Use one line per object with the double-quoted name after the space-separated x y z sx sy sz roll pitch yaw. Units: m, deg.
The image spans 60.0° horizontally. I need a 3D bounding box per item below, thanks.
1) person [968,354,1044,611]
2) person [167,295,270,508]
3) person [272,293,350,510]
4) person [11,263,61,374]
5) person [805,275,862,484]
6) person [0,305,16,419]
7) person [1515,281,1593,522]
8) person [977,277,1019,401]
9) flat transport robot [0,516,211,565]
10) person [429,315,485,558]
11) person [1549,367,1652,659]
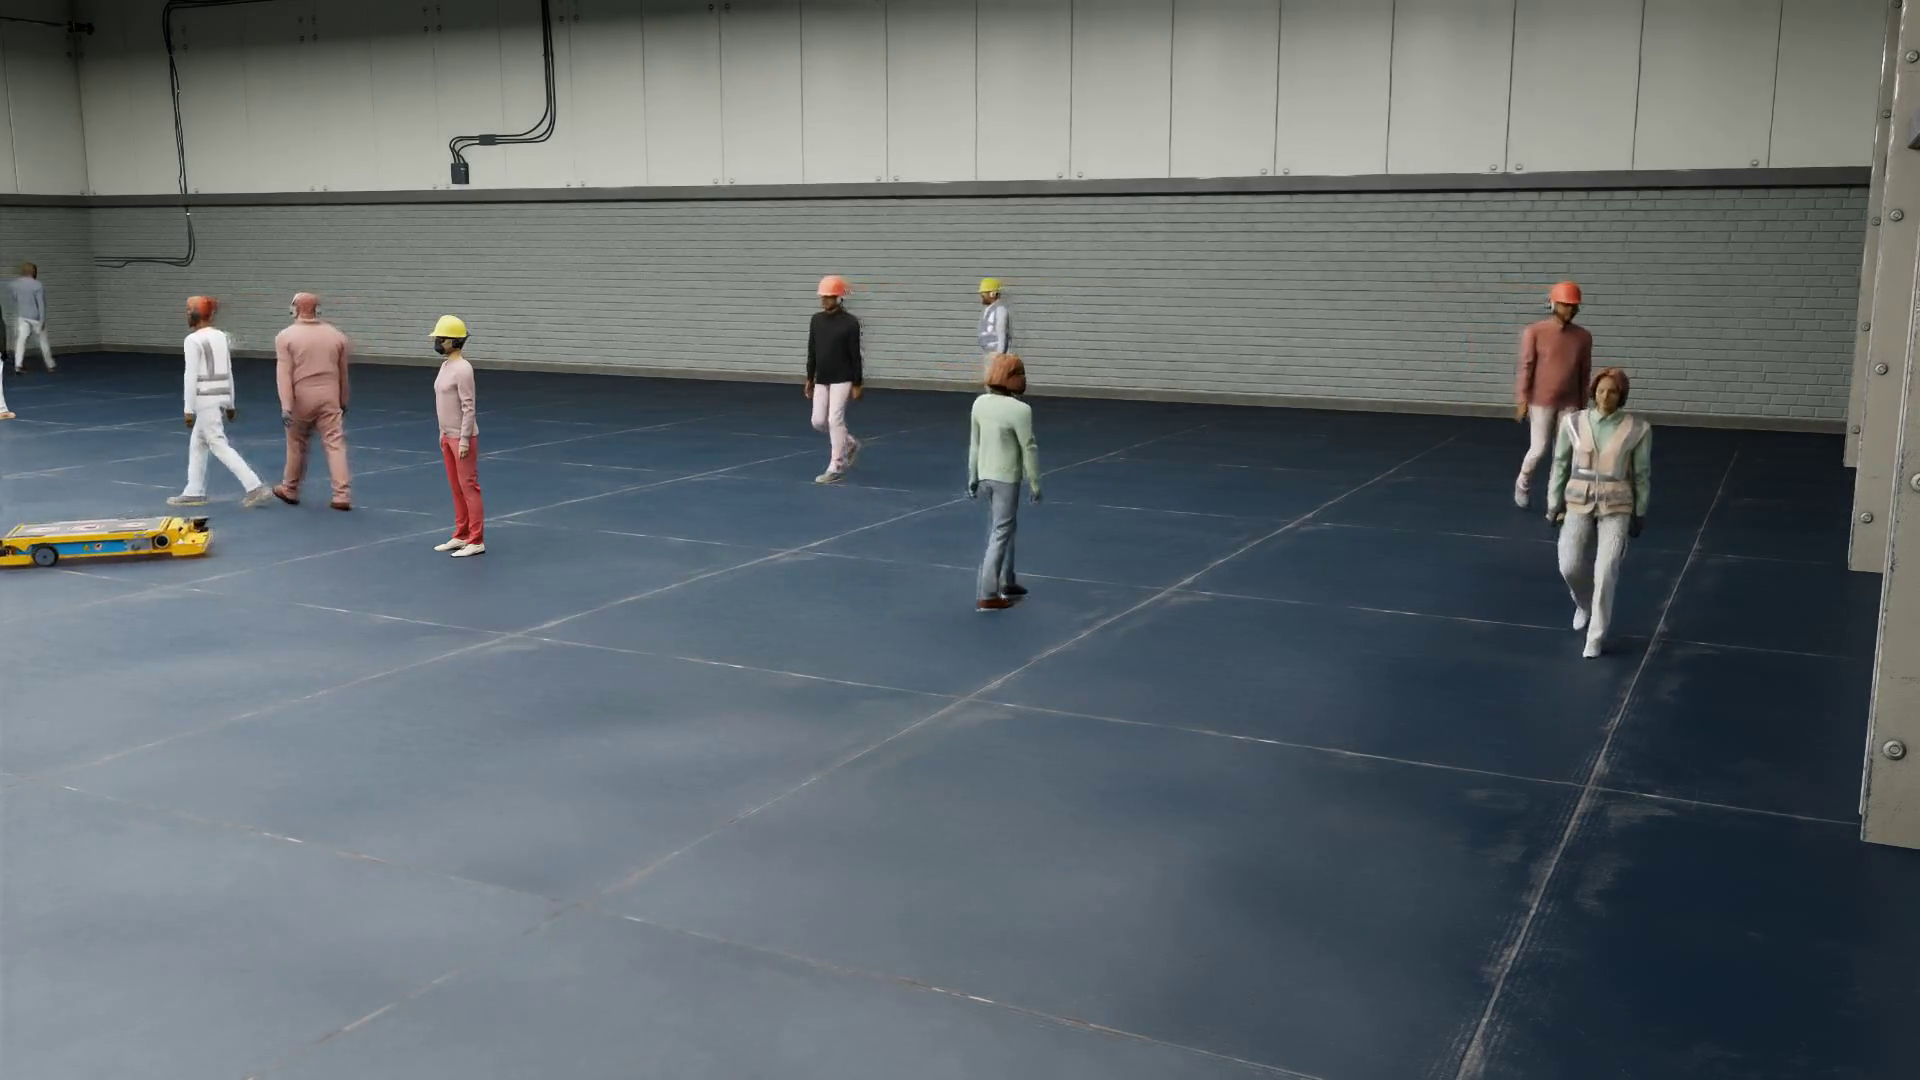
0.333 -0.368 10.520 0.645 1.610 0.524 -9 13 -39 "person"
-6.439 -1.186 14.354 0.942 1.847 0.584 1 10 3 "person"
-5.615 -1.195 14.362 0.980 1.851 0.683 10 14 42 "person"
-15.823 -3.768 28.324 0.643 1.897 1.012 1 10 4 "person"
-1.164 -1.541 15.912 0.625 1.977 0.622 9 14 40 "person"
-12.487 -2.454 21.285 0.624 1.838 0.430 1 10 4 "person"
4.904 -1.149 13.773 0.634 1.982 0.567 -1 10 -6 "person"
0.443 -2.467 21.406 0.462 1.813 0.603 -4 11 -20 "person"
-6.308 -0.005 12.200 1.431 0.197 0.652 -4 11 -20 "flat transport robot"
-3.712 -0.761 12.237 0.309 1.772 0.525 -8 13 -36 "person"
3.614 -0.170 9.389 0.527 1.624 0.531 6 12 30 "person"
